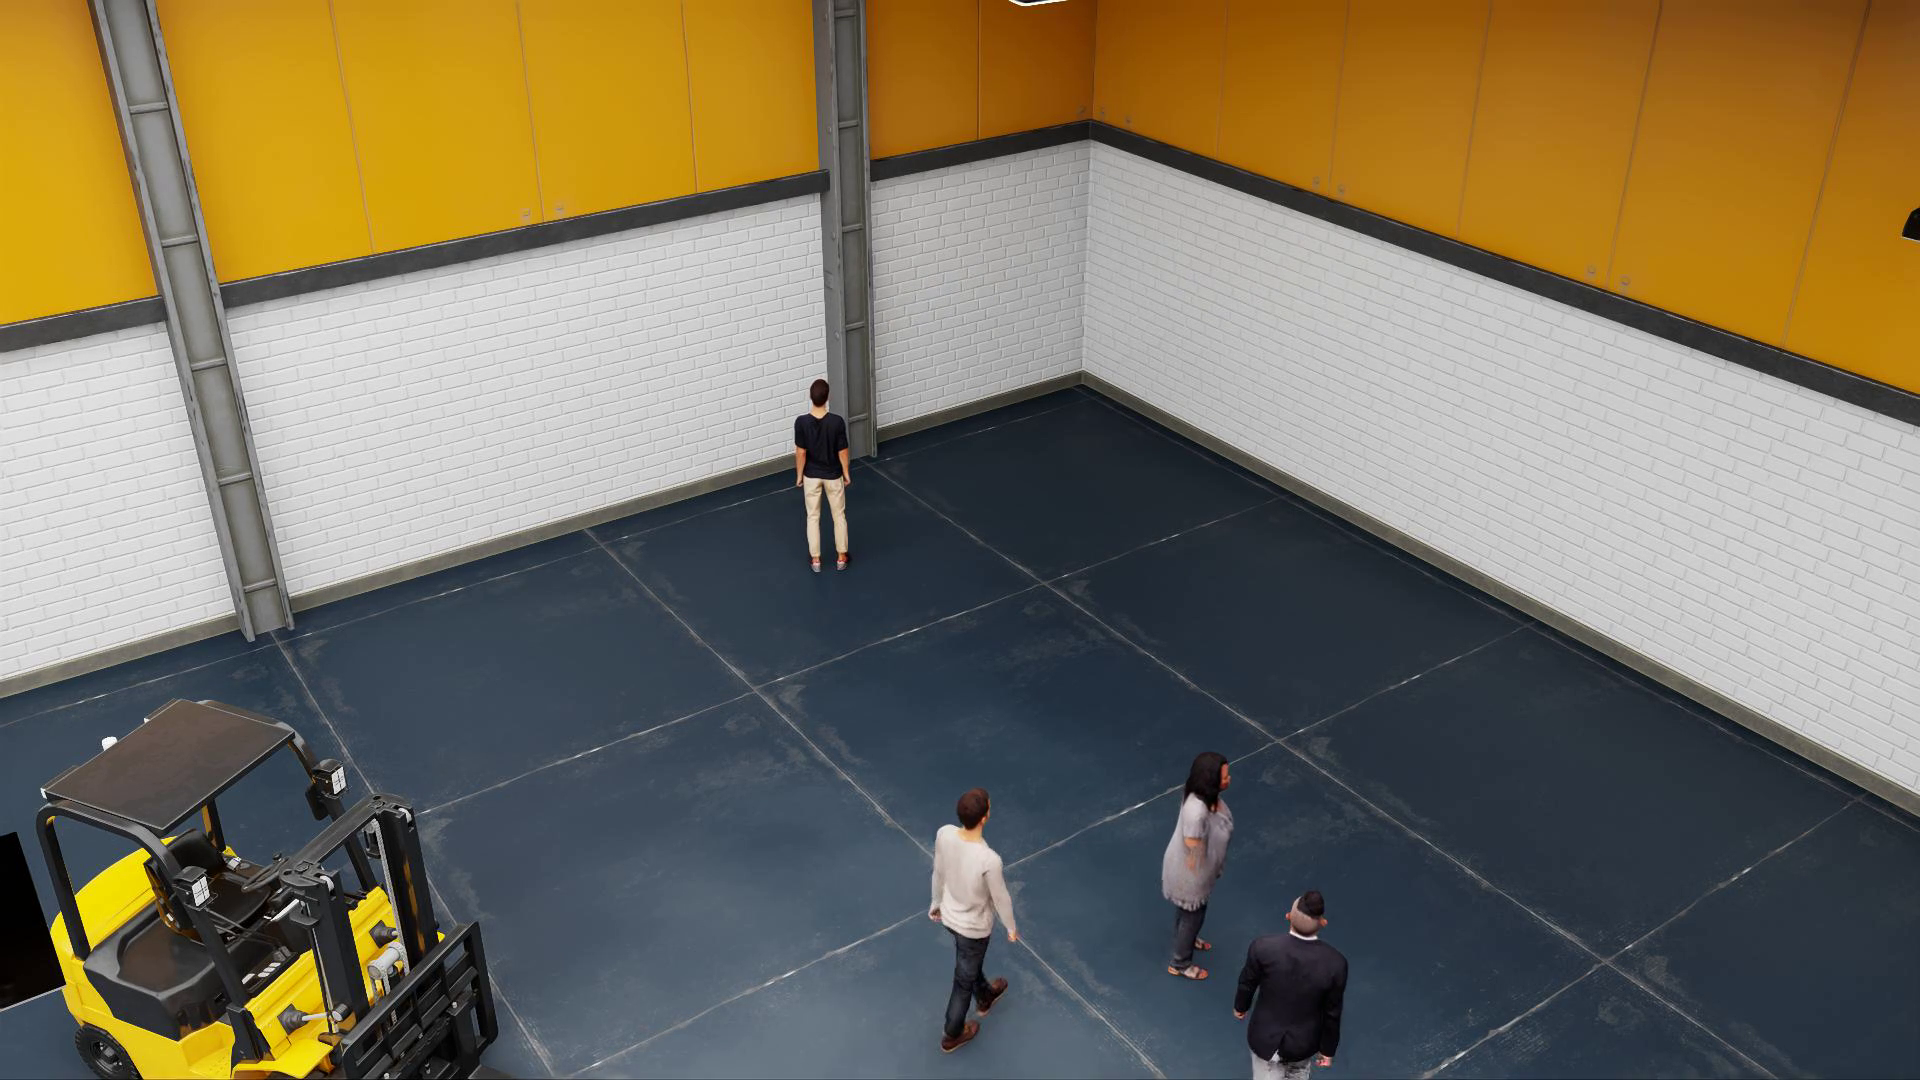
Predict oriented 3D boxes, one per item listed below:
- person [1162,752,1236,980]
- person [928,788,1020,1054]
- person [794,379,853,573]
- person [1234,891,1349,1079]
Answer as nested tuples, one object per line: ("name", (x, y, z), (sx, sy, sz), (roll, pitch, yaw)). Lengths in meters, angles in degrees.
("person", (1.458, 2.017, 10.489), (0.853, 1.606, 0.790), (6, 29, 10))
("person", (-0.017, 2.283, 9.749), (0.783, 1.847, 0.945), (25, 38, 38))
("person", (-1.229, -0.577, 14.980), (0.656, 1.859, 0.776), (-1, 29, -2))
("person", (1.746, 2.706, 8.906), (1.163, 1.913, 1.219), (4, 29, 7))
